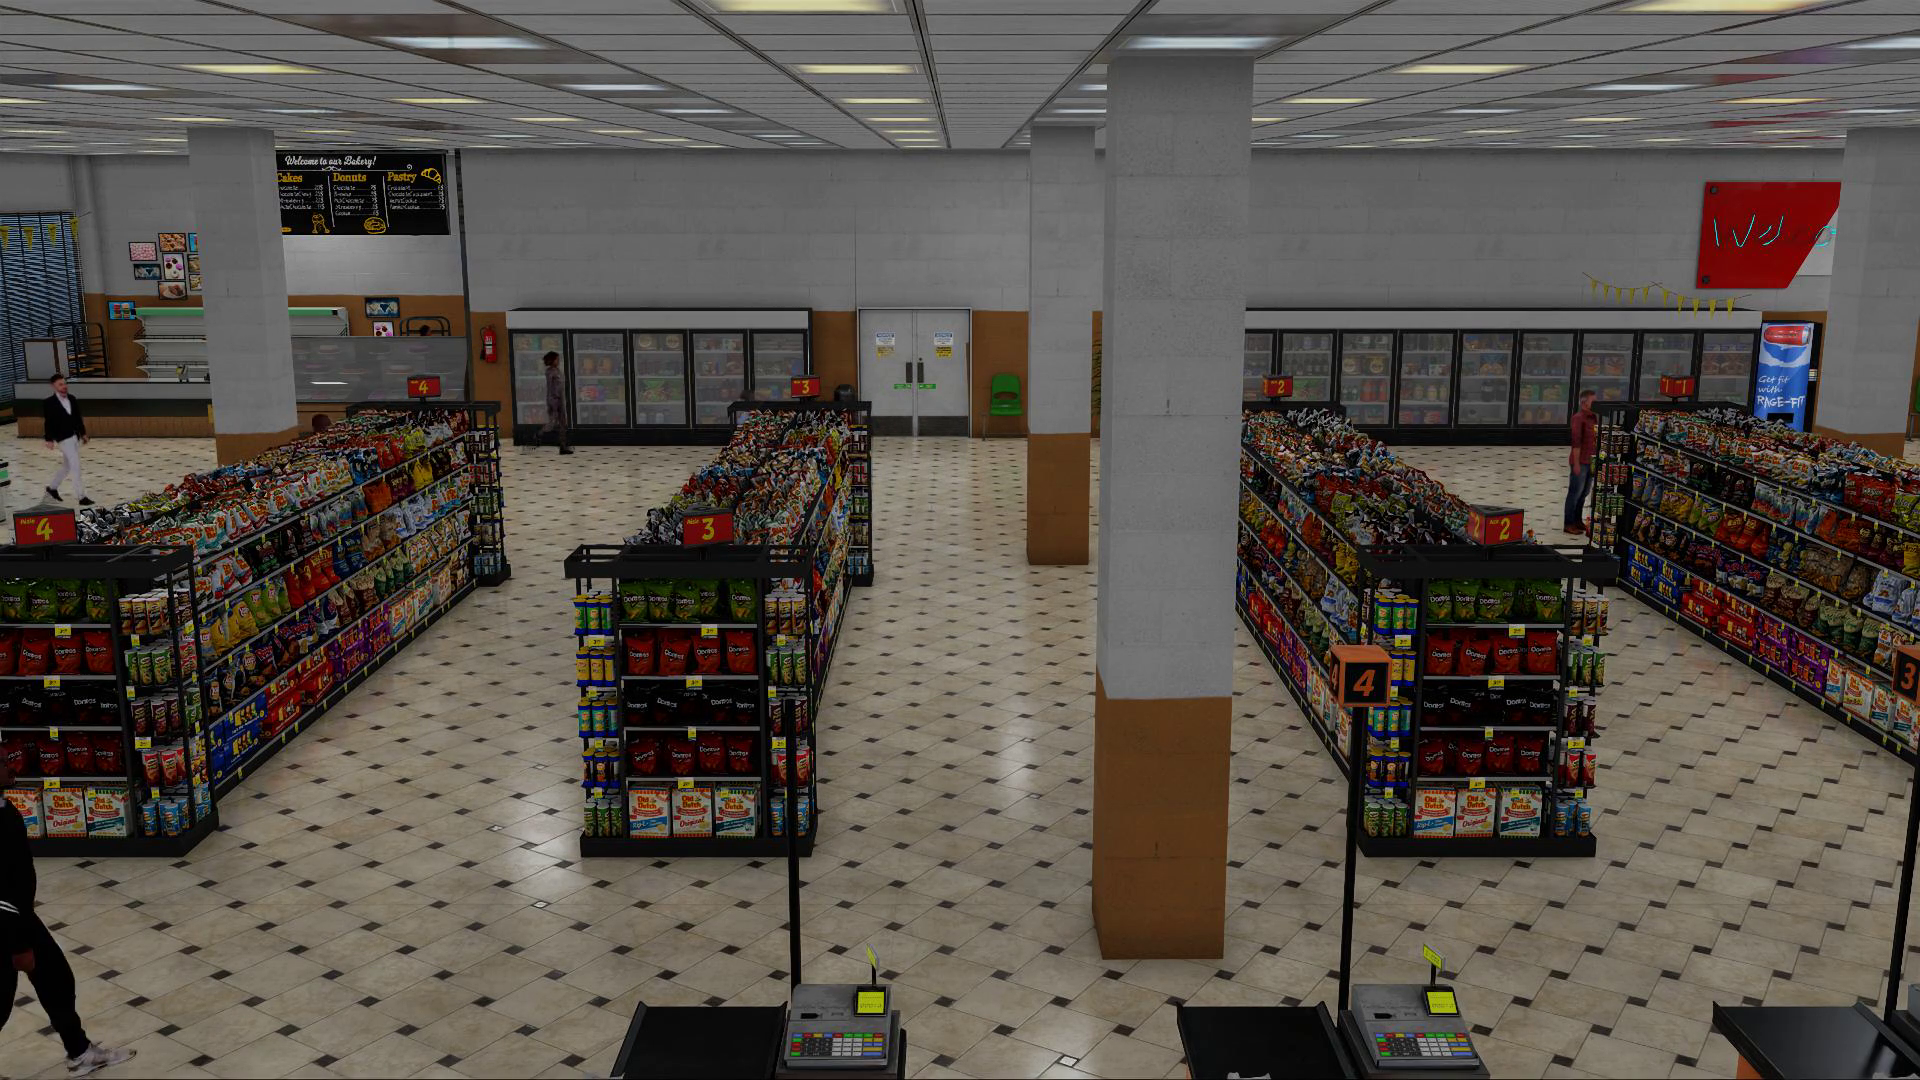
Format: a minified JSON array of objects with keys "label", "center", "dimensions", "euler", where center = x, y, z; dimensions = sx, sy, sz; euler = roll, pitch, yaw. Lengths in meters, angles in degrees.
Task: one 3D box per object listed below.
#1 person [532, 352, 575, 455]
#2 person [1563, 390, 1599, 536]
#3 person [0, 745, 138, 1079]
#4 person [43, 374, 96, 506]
[{"label":"person","center":[-6.741,-2.243,27.430],"dimensions":[0.826,1.697,0.984],"euler":[3,12,16]},{"label":"person","center":[7.953,-1.012,21.260],"dimensions":[0.808,1.831,0.742],"euler":[11,16,43]},{"label":"person","center":[-4.626,1.820,7.857],"dimensions":[0.894,1.811,0.974],"euler":[-3,12,-13]},{"label":"person","center":[-12.434,-1.376,23.041],"dimensions":[0.964,1.809,1.203],"euler":[4,12,16]}]
